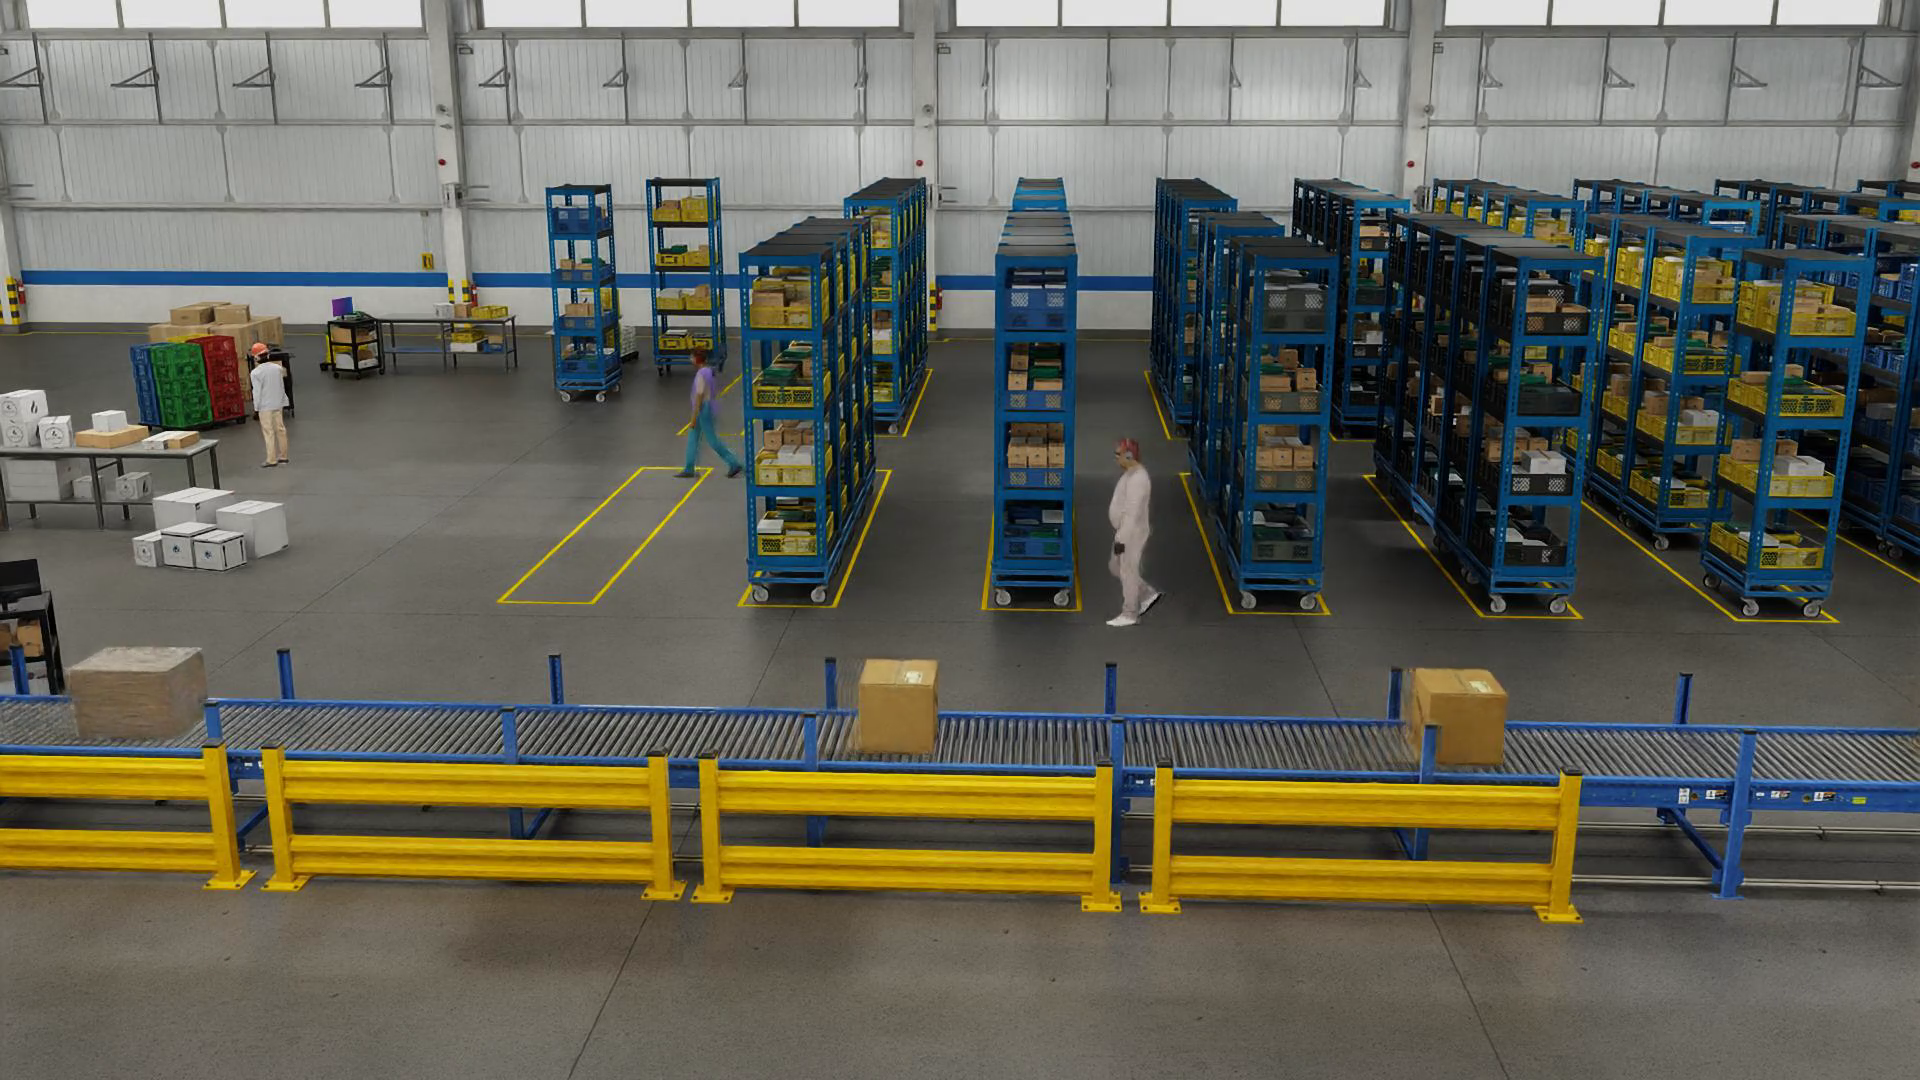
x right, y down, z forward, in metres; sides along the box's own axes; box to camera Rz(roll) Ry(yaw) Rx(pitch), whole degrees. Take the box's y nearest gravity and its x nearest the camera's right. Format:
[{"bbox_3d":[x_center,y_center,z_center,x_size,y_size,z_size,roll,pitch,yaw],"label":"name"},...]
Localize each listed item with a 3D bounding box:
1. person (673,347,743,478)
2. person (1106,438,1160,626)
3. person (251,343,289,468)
[{"bbox_3d":[-3.412,-1.711,22.470,0.923,1.813,0.580,-3,15,-9],"label":"person"},{"bbox_3d":[1.674,-0.066,16.218,0.484,1.888,0.642,0,15,-1],"label":"person"},{"bbox_3d":[-9.664,-1.879,23.207,0.338,1.742,0.563,6,16,20],"label":"person"}]
